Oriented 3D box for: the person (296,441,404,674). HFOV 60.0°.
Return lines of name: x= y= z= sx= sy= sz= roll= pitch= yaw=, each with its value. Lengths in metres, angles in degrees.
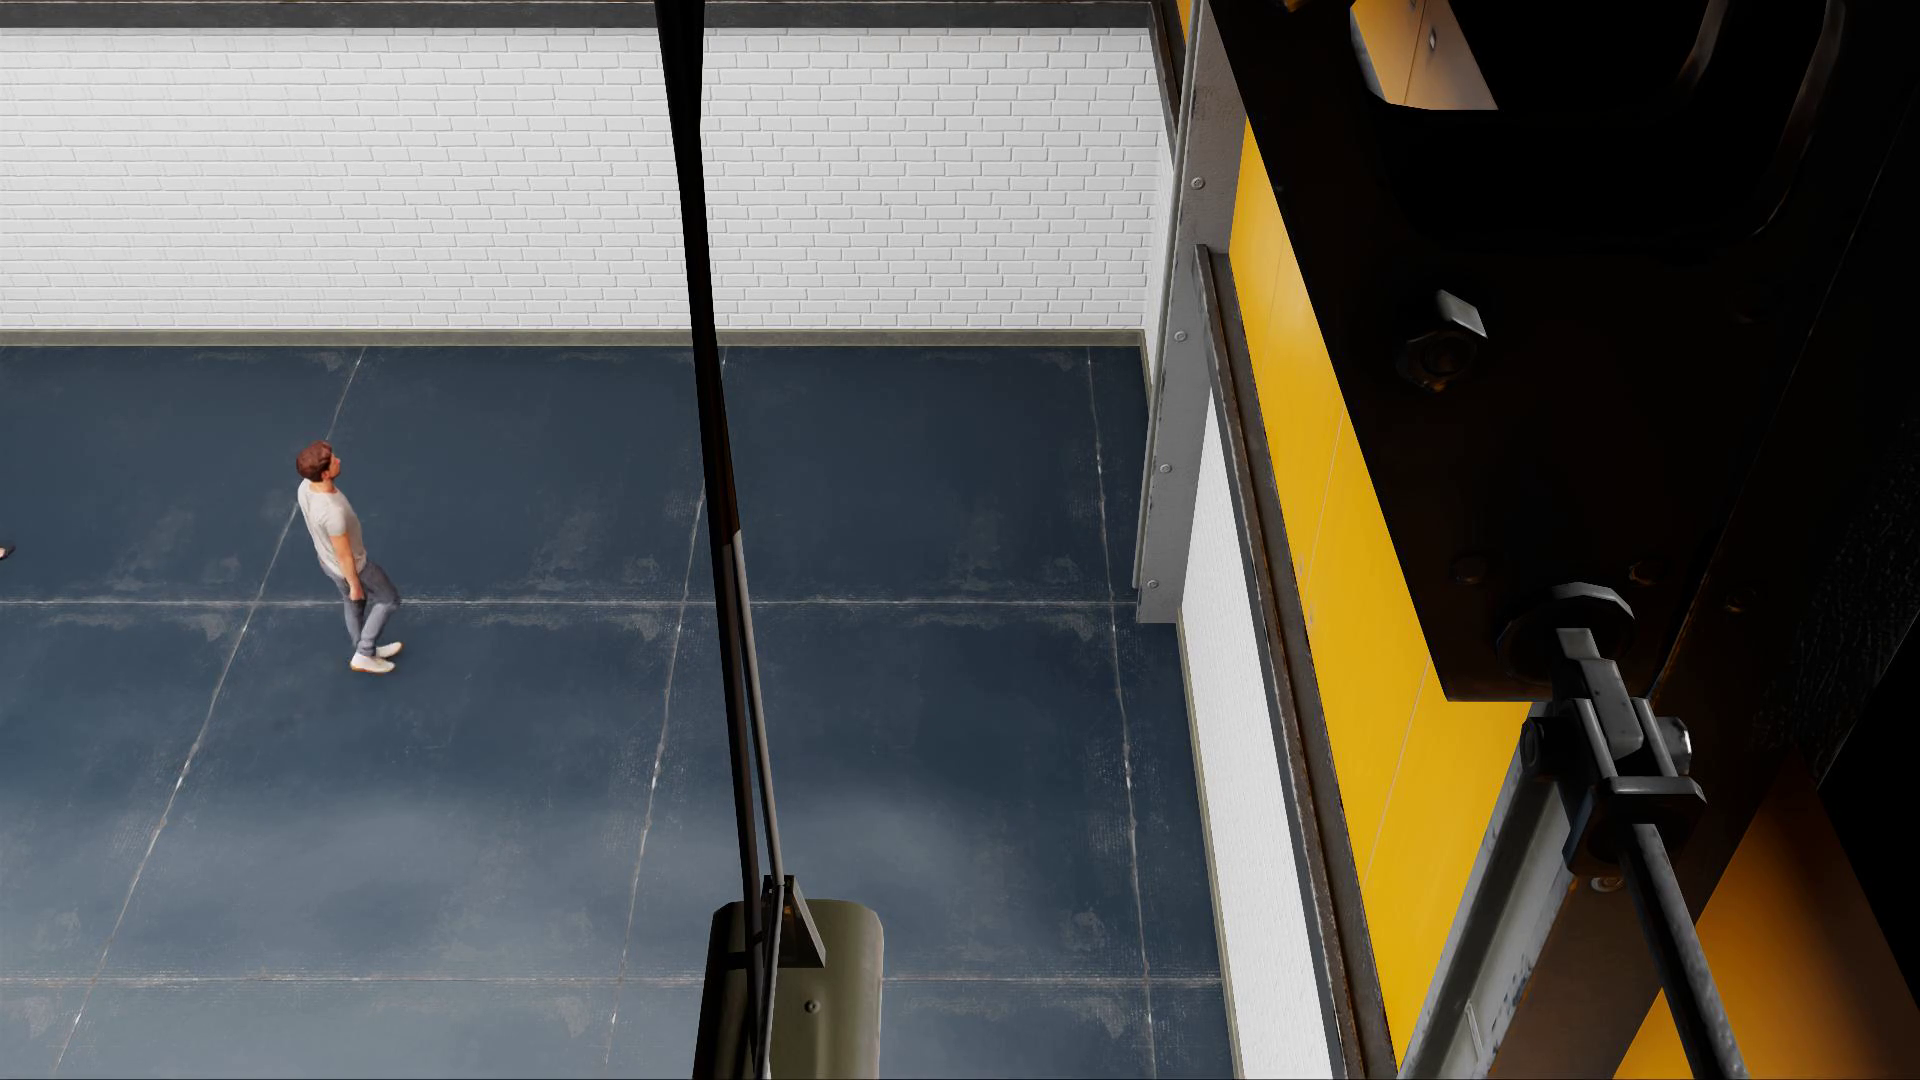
person: x=-3.972 y=0.177 z=10.560 sx=0.869 sy=1.886 sz=0.807 roll=-33 pitch=53 yaw=-30
